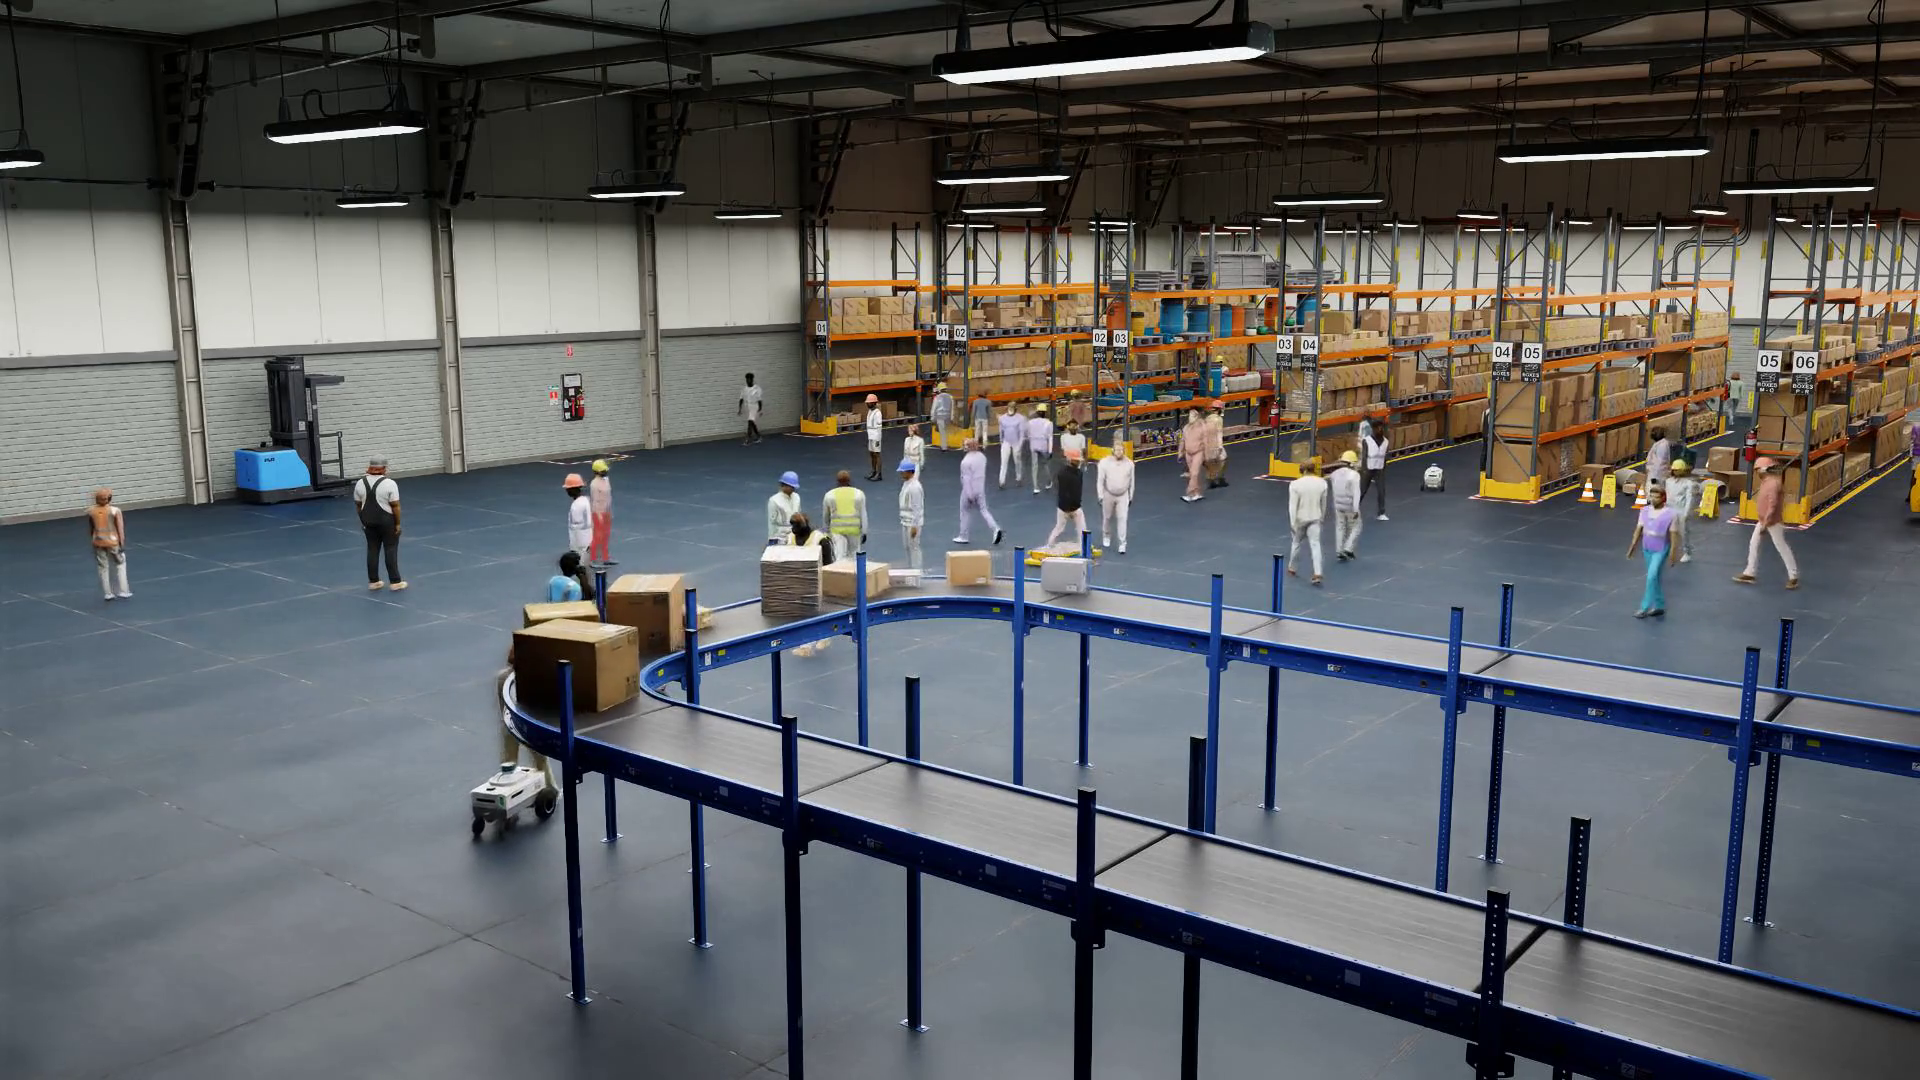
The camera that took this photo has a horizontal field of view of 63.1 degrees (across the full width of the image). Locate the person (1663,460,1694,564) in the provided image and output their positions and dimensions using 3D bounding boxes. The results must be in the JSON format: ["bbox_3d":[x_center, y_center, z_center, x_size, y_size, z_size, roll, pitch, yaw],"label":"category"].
[{"bbox_3d":[11.608,-0.462,25.283,0.891,1.698,0.501,-7,12,-35],"label":"person"}]

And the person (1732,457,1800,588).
[{"bbox_3d":[12.269,-0.271,23.570,0.869,1.947,0.645,2,10,9],"label":"person"}]

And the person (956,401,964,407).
[{"bbox_3d":[0.027,-3.774,43.579,0.554,1.826,0.890,7,12,34],"label":"person"}]

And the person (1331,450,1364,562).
[{"bbox_3d":[6.306,-0.549,25.410,0.463,1.818,0.606,-6,12,-32],"label":"person"}]

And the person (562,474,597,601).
[{"bbox_3d":[-5.358,0.024,21.910,0.400,1.923,0.568,0,10,-3],"label":"person"}]

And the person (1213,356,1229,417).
[{"bbox_3d":[8.185,-4.847,49.318,0.589,1.928,0.384,8,13,38],"label":"person"}]

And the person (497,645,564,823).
[{"bbox_3d":[-3.792,1.641,13.739,0.543,1.589,0.843,3,11,17],"label":"person"}]

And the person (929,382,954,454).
[{"bbox_3d":[-0.517,-3.132,40.037,0.599,1.796,0.819,-9,13,-41],"label":"person"}]

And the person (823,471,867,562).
[{"bbox_3d":[-1.697,-0.135,23.162,0.643,1.792,0.941,-1,10,-5],"label":"person"}]

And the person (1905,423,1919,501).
[{"bbox_3d":[19.571,-1.732,31.759,0.543,1.938,0.356,8,13,37],"label":"person"}]

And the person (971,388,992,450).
[{"bbox_3d":[0.553,-3.108,40.409,0.551,1.607,0.492,1,10,3],"label":"person"}]

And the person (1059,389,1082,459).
[{"bbox_3d":[2.751,-2.855,38.648,0.625,1.734,0.567,9,13,40],"label":"person"}]

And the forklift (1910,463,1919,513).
[{"bbox_3d":[19.034,-1.348,28.998,2.313,2.155,1.214,8,13,37],"label":"forklift"}]

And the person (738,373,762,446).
[{"bbox_3d":[-5.588,-3.525,41.932,0.606,1.920,1.010,6,12,30],"label":"person"}]

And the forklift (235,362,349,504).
[{"bbox_3d":[-13.803,-2.244,32.110,1.129,2.768,1.873,8,13,37],"label":"forklift"}]

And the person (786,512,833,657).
[{"bbox_3d":[-1.885,0.538,19.383,0.650,1.792,0.900,8,13,37],"label":"person"}]

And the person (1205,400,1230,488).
[{"bbox_3d":[5.620,-2.075,33.759,0.636,1.908,0.597,-5,11,-28],"label":"person"}]

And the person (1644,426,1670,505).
[{"bbox_3d":[13.028,-1.232,29.259,0.439,1.823,0.651,5,11,24],"label":"person"}]

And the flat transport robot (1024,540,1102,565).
[{"bbox_3d":[1.683,0.222,25.572,0.652,0.197,1.431,7,12,35],"label":"flat transport robot"}]

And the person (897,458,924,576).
[{"bbox_3d":[-0.749,-0.271,23.514,0.409,1.943,0.614,-3,10,-16],"label":"person"}]

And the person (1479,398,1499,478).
[{"bbox_3d":[11.942,-2.300,35.228,0.349,1.842,0.505,-3,11,-19],"label":"person"}]

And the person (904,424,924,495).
[{"bbox_3d":[-0.918,-1.519,31.447,0.527,1.624,0.634,9,14,42],"label":"person"}]

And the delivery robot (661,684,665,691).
[{"bbox_3d":[-3.499,1.489,16.647,0.698,0.223,0.335,-1,10,-8],"label":"delivery robot"}]

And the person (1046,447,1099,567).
[{"bbox_3d":[1.737,-0.547,25.121,0.614,1.943,1.036,-9,13,-40],"label":"person"}]

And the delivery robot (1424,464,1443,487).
[{"bbox_3d":[10.174,-1.392,33.591,0.477,0.478,0.707,4,11,20],"label":"delivery robot"}]

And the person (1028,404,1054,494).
[{"bbox_3d":[1.721,-1.947,33.143,0.575,1.867,0.966,3,10,16],"label":"person"}]

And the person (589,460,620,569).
[{"bbox_3d":[-5.736,-0.425,24.996,0.358,1.731,0.625,3,10,14],"label":"person"}]

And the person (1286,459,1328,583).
[{"bbox_3d":[5.307,-0.299,23.870,0.640,1.894,1.034,-1,10,-8],"label":"person"}]

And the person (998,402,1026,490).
[{"bbox_3d":[1.125,-2.053,33.745,0.629,1.886,0.978,3,10,15],"label":"person"}]

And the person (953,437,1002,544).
[{"bbox_3d":[0.290,-0.842,26.953,0.889,1.869,0.650,9,13,41],"label":"person"}]

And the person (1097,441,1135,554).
[{"bbox_3d":[2.631,-0.755,26.496,0.654,1.866,0.988,0,10,-2],"label":"person"}]

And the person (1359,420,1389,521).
[{"bbox_3d":[7.848,-1.356,29.808,0.599,1.886,0.923,-3,11,-17],"label":"person"}]

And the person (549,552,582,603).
[{"bbox_3d":[-4.492,0.948,17.486,0.582,1.649,0.862,9,13,41],"label":"person"}]

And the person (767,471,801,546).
[{"bbox_3d":[-2.475,-0.029,22.189,0.441,1.923,0.654,7,12,36],"label":"person"}]

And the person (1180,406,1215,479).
[{"bbox_3d":[5.364,-2.190,35.145,0.841,1.665,0.530,7,13,36],"label":"person"}]

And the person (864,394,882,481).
[{"bbox_3d":[-1.939,-2.292,34.912,0.379,1.938,0.547,-5,11,-26],"label":"person"}]

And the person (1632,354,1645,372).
[{"bbox_3d":[21.570,-4.962,49.657,0.605,2.038,0.394,-2,10,-8],"label":"person"}]

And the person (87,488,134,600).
[{"bbox_3d":[-12.268,0.061,22.530,0.531,1.632,0.403,0,10,-2],"label":"person"}]

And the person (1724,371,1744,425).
[{"bbox_3d":[23.125,-4.233,46.737,0.511,1.613,0.550,3,10,16],"label":"person"}]

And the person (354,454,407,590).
[{"bbox_3d":[-8.599,-0.261,23.310,0.688,2.000,0.536,2,10,12],"label":"person"}]

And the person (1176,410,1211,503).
[{"bbox_3d":[4.719,-1.696,31.783,0.973,1.859,0.667,-9,13,-41],"label":"person"}]

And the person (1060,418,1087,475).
[{"bbox_3d":[2.225,-1.487,30.685,0.530,1.836,0.918,-1,10,-6],"label":"person"}]

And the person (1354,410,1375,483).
[{"bbox_3d":[8.893,-2.075,34.596,0.596,1.623,0.521,1,10,6],"label":"person"}]

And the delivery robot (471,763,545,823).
[{"bbox_3d":[-3.905,2.171,13.536,0.477,0.478,0.707,3,10,17],"label":"delivery robot"}]

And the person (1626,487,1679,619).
[{"bbox_3d":[9.406,0.174,21.369,0.864,1.807,0.597,-4,11,-23],"label":"person"}]

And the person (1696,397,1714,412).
[{"bbox_3d":[21.653,-4.144,45.469,0.662,1.905,0.432,-9,13,-40],"label":"person"}]
